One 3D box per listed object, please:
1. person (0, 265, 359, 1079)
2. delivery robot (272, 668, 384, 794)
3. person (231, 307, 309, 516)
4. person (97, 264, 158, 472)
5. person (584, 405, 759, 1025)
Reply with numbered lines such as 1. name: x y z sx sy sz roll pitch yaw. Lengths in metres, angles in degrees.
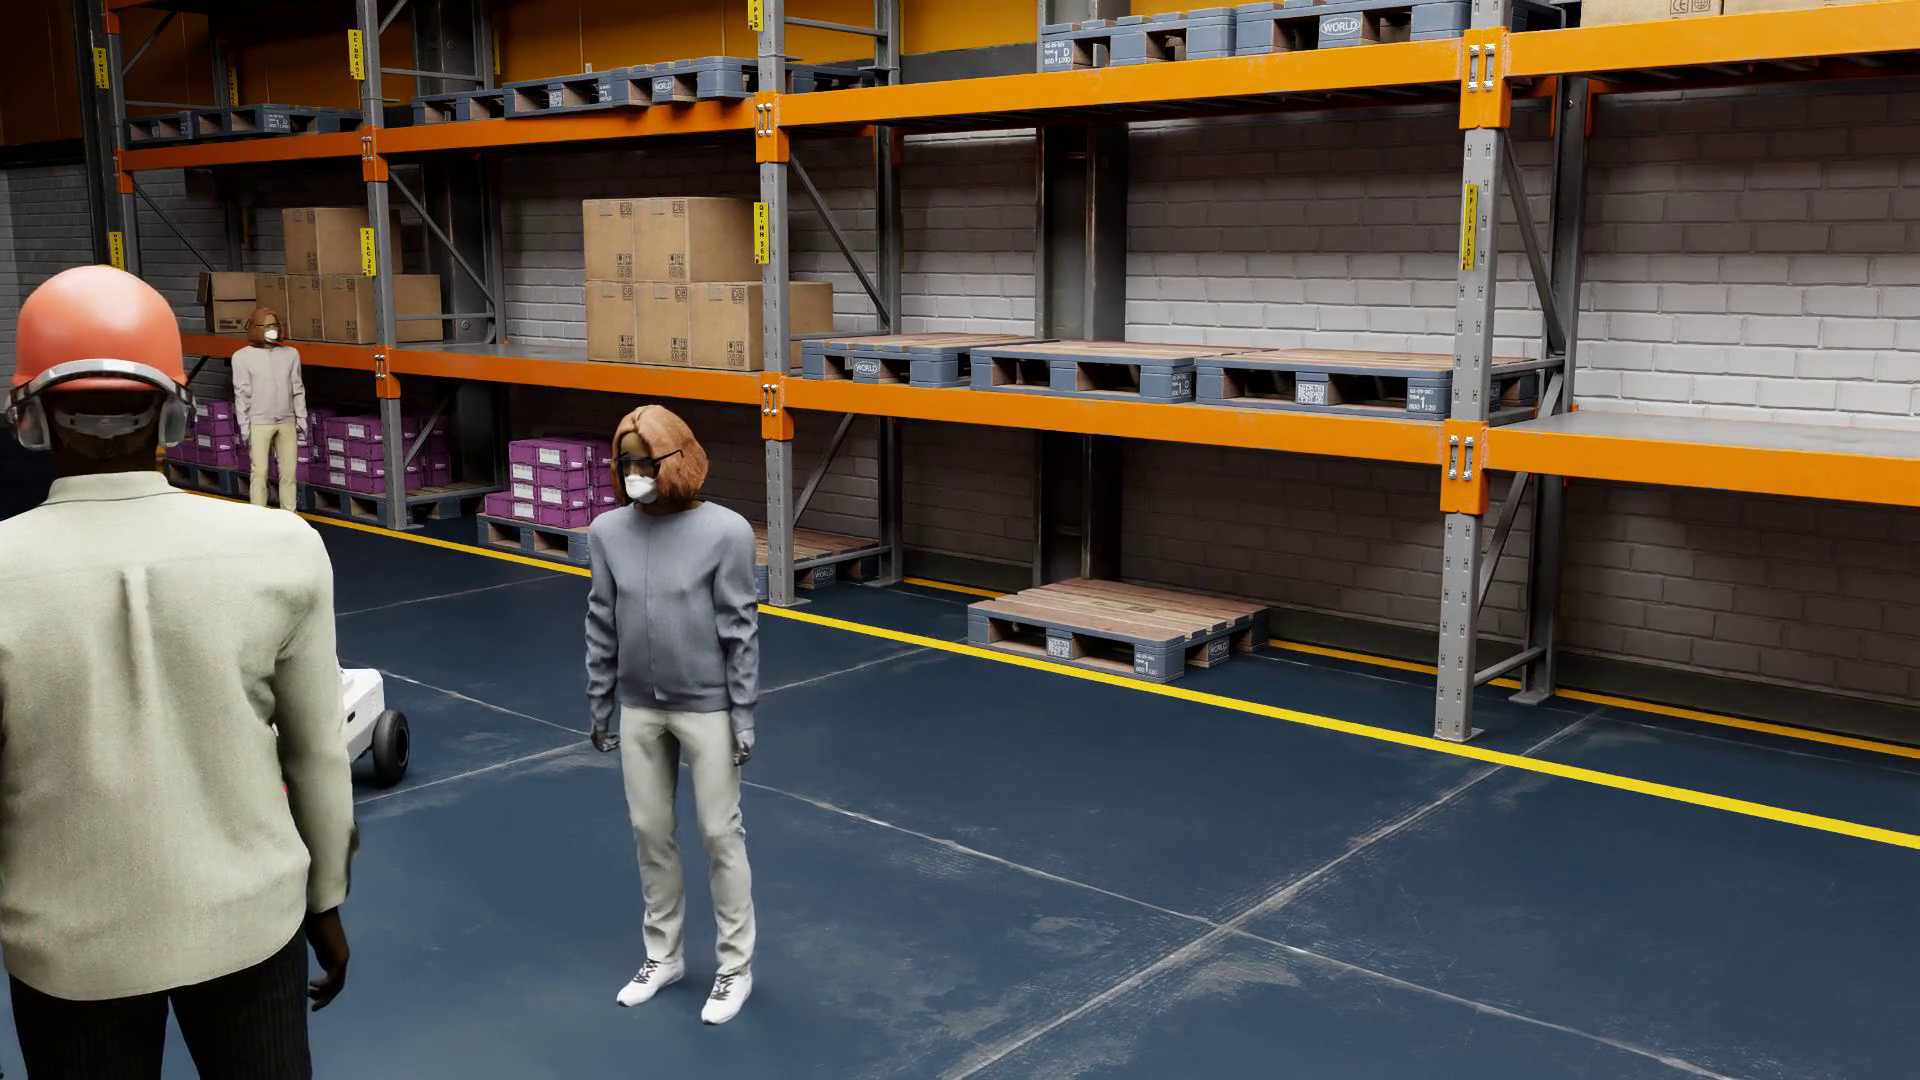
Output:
1. person: -1.237 0.591 2.546 0.612 1.995 0.393 -7 12 -35
2. delivery robot: -2.351 0.651 6.035 0.477 0.478 0.707 -1 10 -3
3. person: -4.732 -0.787 11.449 0.282 1.625 0.498 8 13 39
4. person: -5.487 -0.828 10.858 0.401 1.919 0.588 4 11 21
5. person: -0.762 0.454 4.389 0.507 1.623 0.294 3 11 19
